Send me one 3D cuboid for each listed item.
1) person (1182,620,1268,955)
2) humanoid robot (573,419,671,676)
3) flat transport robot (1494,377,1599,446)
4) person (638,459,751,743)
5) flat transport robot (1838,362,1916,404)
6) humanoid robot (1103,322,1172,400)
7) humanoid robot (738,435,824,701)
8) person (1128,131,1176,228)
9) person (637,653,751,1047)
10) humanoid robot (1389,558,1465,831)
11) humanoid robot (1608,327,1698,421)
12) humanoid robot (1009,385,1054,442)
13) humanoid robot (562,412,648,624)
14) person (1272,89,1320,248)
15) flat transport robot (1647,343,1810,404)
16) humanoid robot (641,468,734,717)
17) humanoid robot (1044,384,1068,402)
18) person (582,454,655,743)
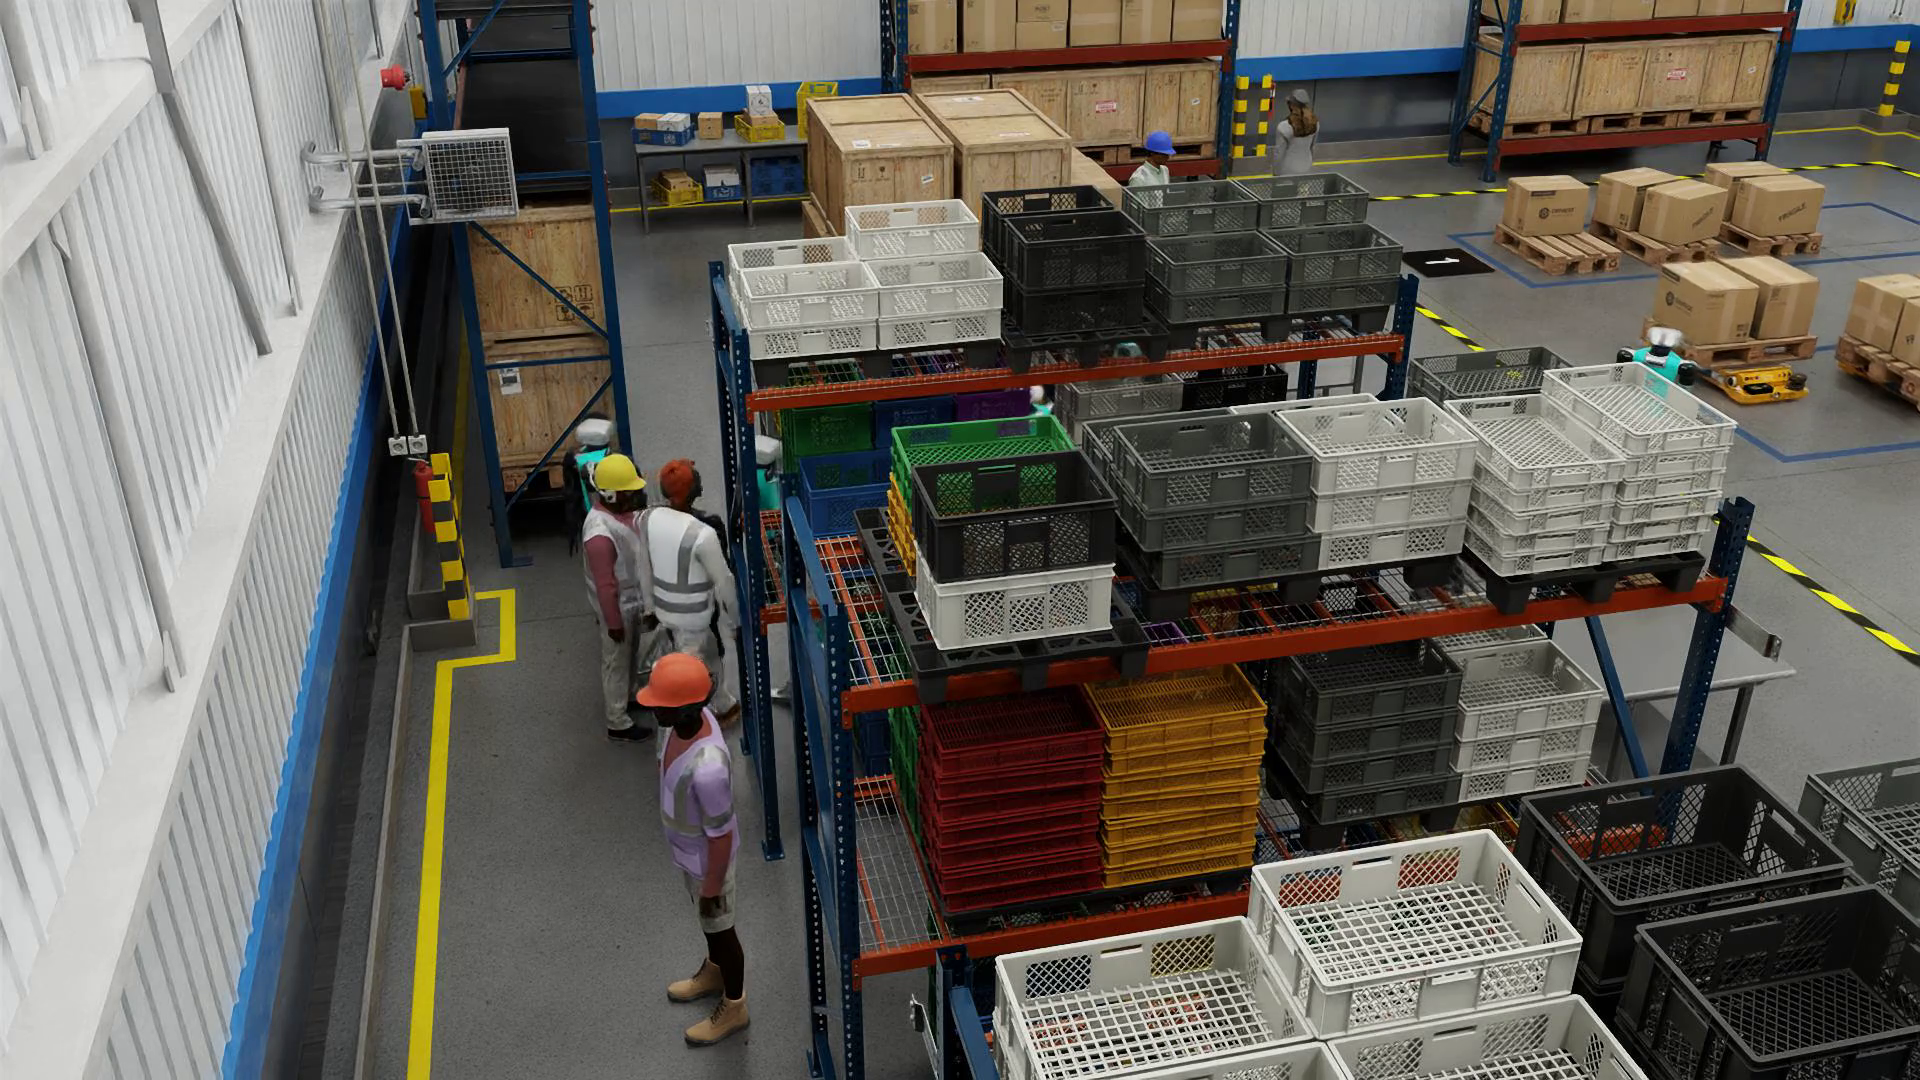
[{"bbox_3d":[1.295,1.201,8.080,0.429,1.844,0.620,23,35,36],"label":"person"},{"bbox_3d":[-1.952,0.127,10.302,0.730,1.861,0.553,-3,28,-5],"label":"humanoid robot"},{"bbox_3d":[4.780,-1.036,14.013,0.659,0.231,1.431,-6,28,-12],"label":"flat transport robot"},{"bbox_3d":[-1.477,0.391,9.607,0.888,1.844,0.608,-24,36,-38],"label":"person"},{"bbox_3d":[8.519,-1.378,14.631,0.652,0.197,1.431,-6,28,-12],"label":"flat transport robot"},{"bbox_3d":[1.291,-1.132,12.610,0.545,1.746,0.932,9,29,16],"label":"humanoid robot"},{"bbox_3d":[-0.979,0.238,10.046,0.673,1.824,0.547,3,28,6],"label":"humanoid robot"},{"bbox_3d":[1.804,-2.920,15.800,0.412,1.939,0.602,18,33,31],"label":"person"},{"bbox_3d":[-1.189,1.393,7.502,0.380,2.045,0.604,-10,29,-18],"label":"person"},{"bbox_3d":[2.492,0.844,8.932,0.342,1.654,0.593,-8,29,-15],"label":"humanoid robot"},{"bbox_3d":[4.887,-0.788,11.819,0.533,1.681,0.735,16,32,28],"label":"humanoid robot"},{"bbox_3d":[0.290,-0.261,10.965,0.535,1.801,0.678,-21,34,-34],"label":"humanoid robot"},{"bbox_3d":[-2.241,-0.075,10.698,0.599,1.633,0.688,5,28,9],"label":"humanoid robot"},{"bbox_3d":[3.608,-3.985,17.996,0.564,1.769,0.395,-16,32,-27],"label":"person"},{"bbox_3d":[6.955,-1.618,15.087,0.652,0.197,1.431,-6,28,-12],"label":"flat transport robot"},{"bbox_3d":[-1.648,0.349,9.881,0.613,1.646,0.435,6,28,11],"label":"humanoid robot"},{"bbox_3d":[0.601,-0.290,11.092,0.618,1.647,0.413,18,33,30],"label":"humanoid robot"},{"bbox_3d":[-1.974,0.328,9.761,0.405,1.823,0.587,1,28,2],"label":"person"}]
